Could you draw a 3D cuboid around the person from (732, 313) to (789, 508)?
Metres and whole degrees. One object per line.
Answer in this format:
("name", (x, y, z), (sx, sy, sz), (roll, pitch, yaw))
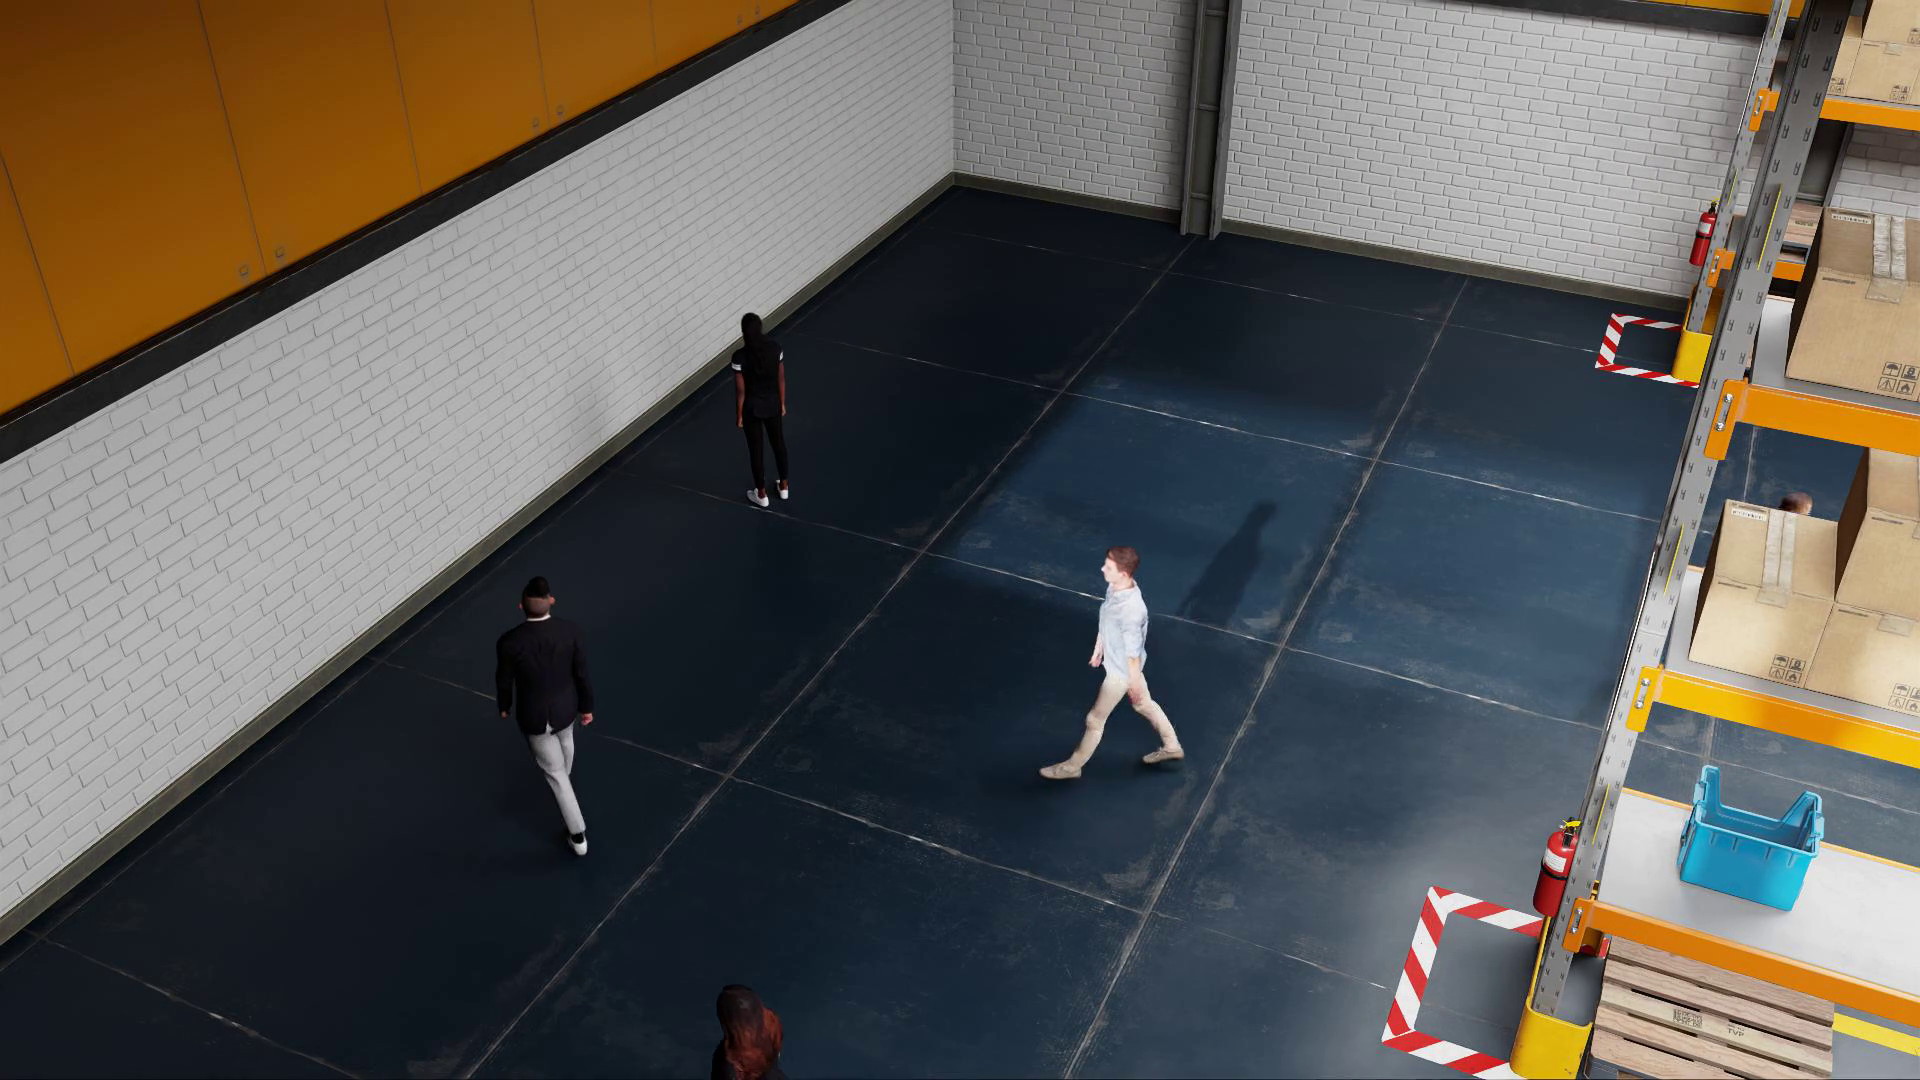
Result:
("person", (-1.640, -1.089, 13.736), (0.702, 1.731, 0.730), (-19, 38, -26))

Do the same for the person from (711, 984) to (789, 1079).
("person", (-0.914, 2.750, 8.056), (0.912, 1.626, 0.624), (16, 37, 23))

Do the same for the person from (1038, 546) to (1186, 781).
("person", (1.148, 0.831, 10.789), (1.324, 1.797, 1.057), (-1, 34, -2))

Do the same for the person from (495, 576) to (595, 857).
("person", (-2.523, 1.102, 10.285), (1.180, 1.901, 1.323), (-16, 37, -23))
